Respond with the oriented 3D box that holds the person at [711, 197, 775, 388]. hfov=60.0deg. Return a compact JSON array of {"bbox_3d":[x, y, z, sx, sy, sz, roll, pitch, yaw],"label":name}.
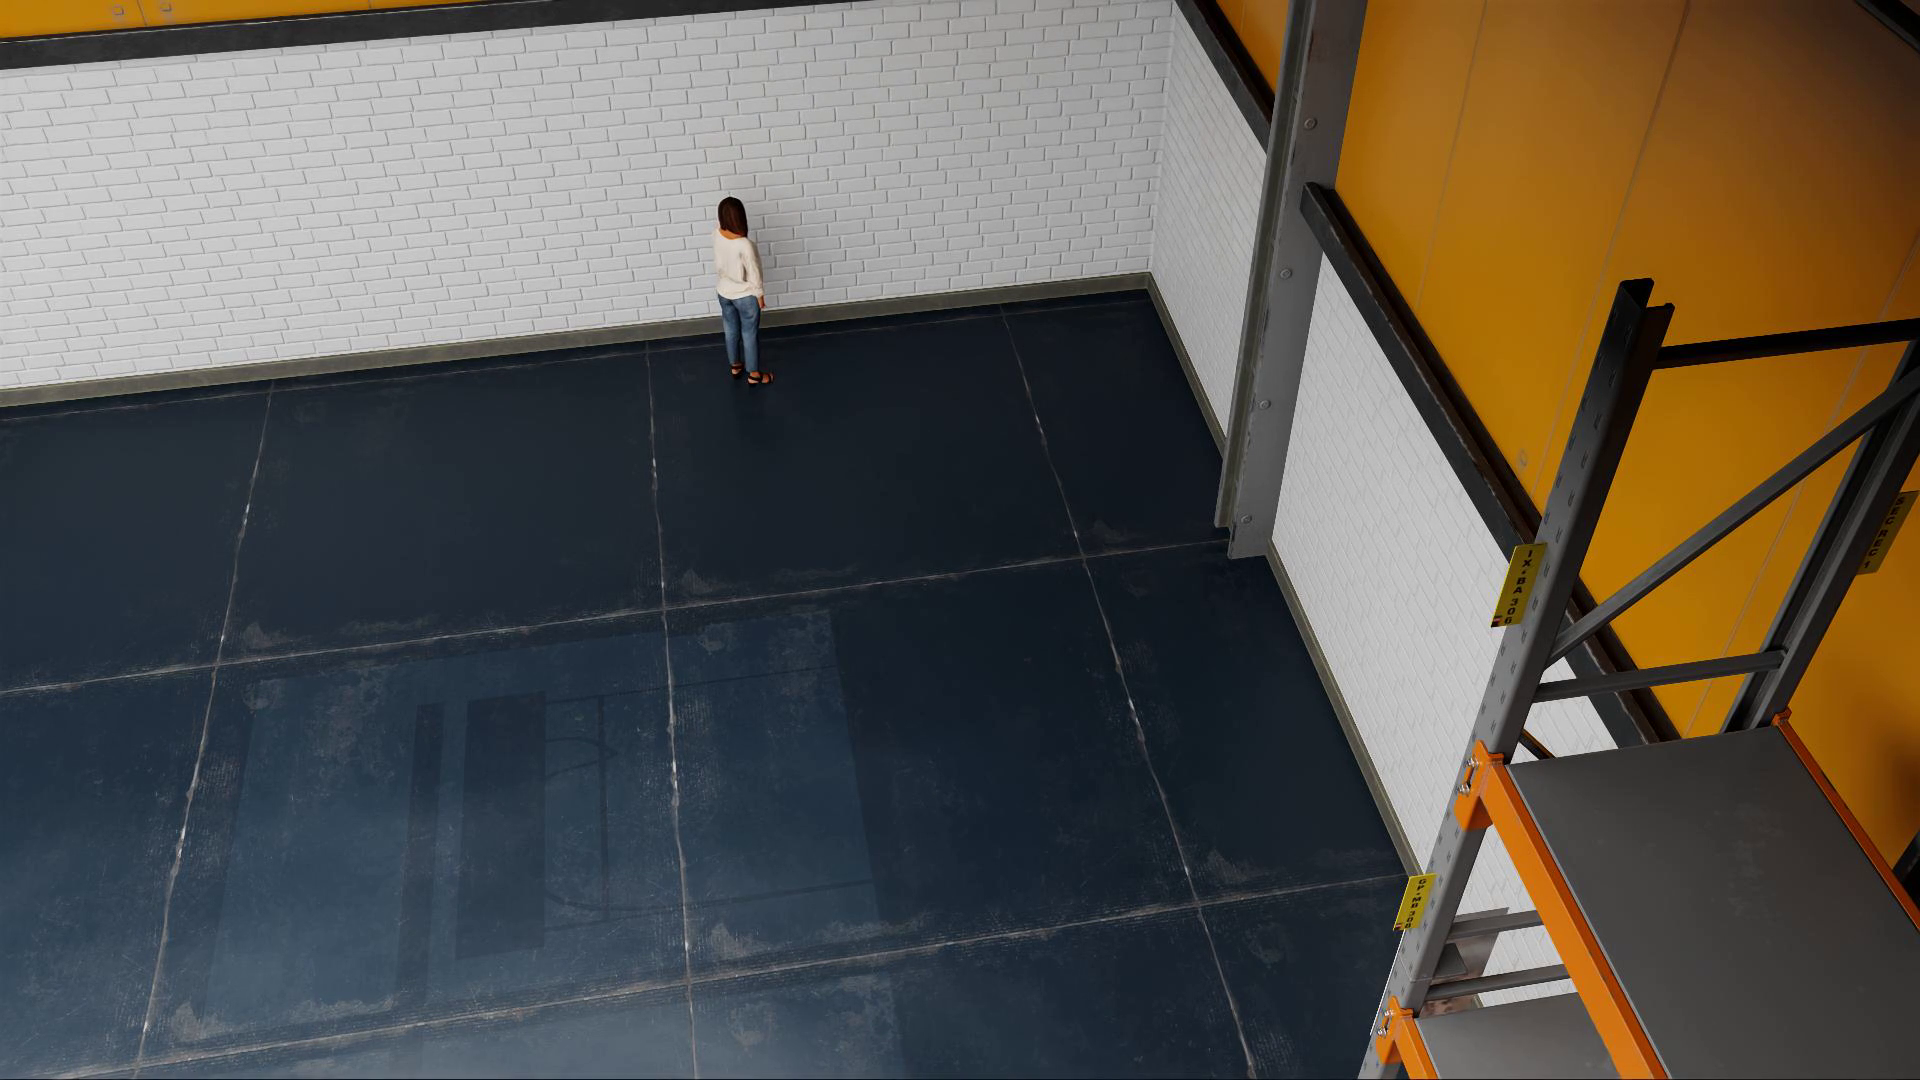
[{"bbox_3d":[-1.717,-1.924,12.912,0.676,1.683,0.756,31,51,28],"label":"person"}]
